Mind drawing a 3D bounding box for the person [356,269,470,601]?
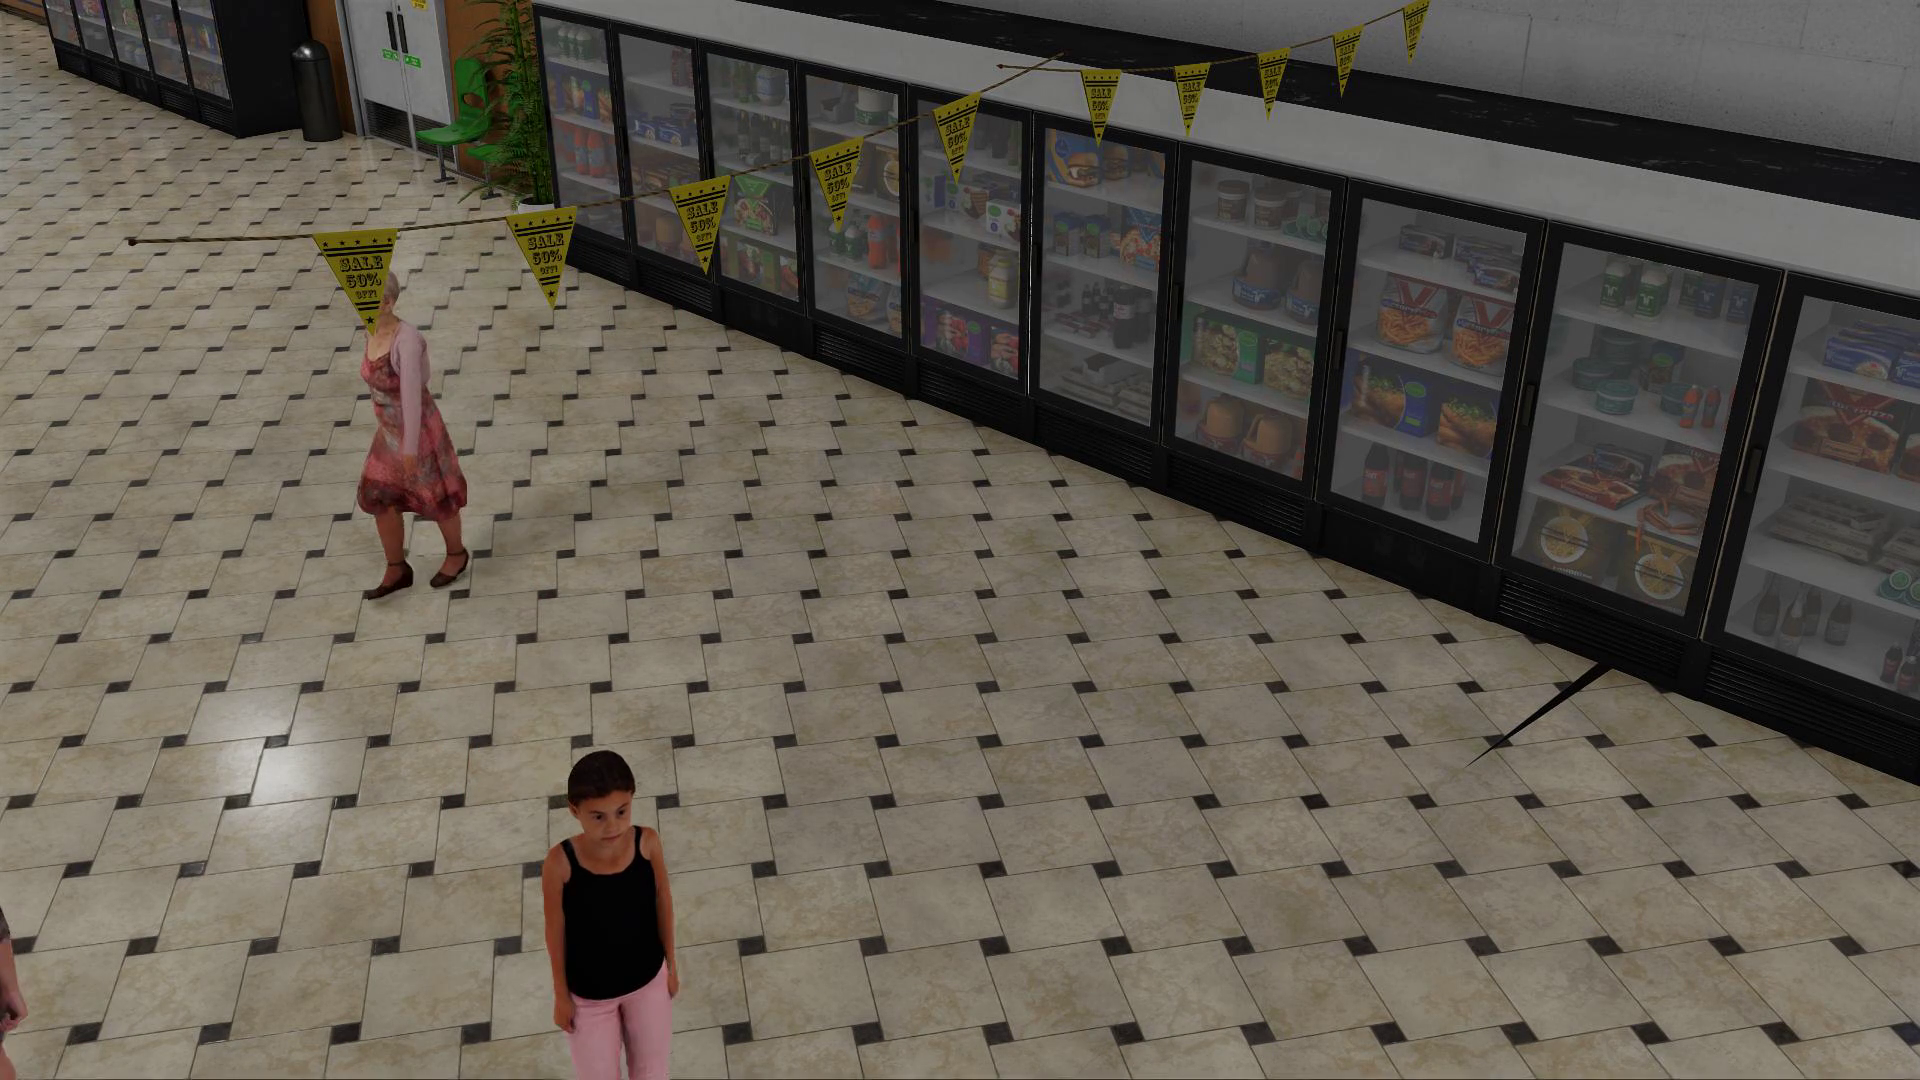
[{"bbox_3d":[-2.626,-0.535,8.144,0.673,1.671,0.819,16,31,29],"label":"person"}]

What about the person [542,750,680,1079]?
[{"bbox_3d":[-1.005,1.242,4.768,0.719,1.554,0.705,-13,30,-24],"label":"person"}]
